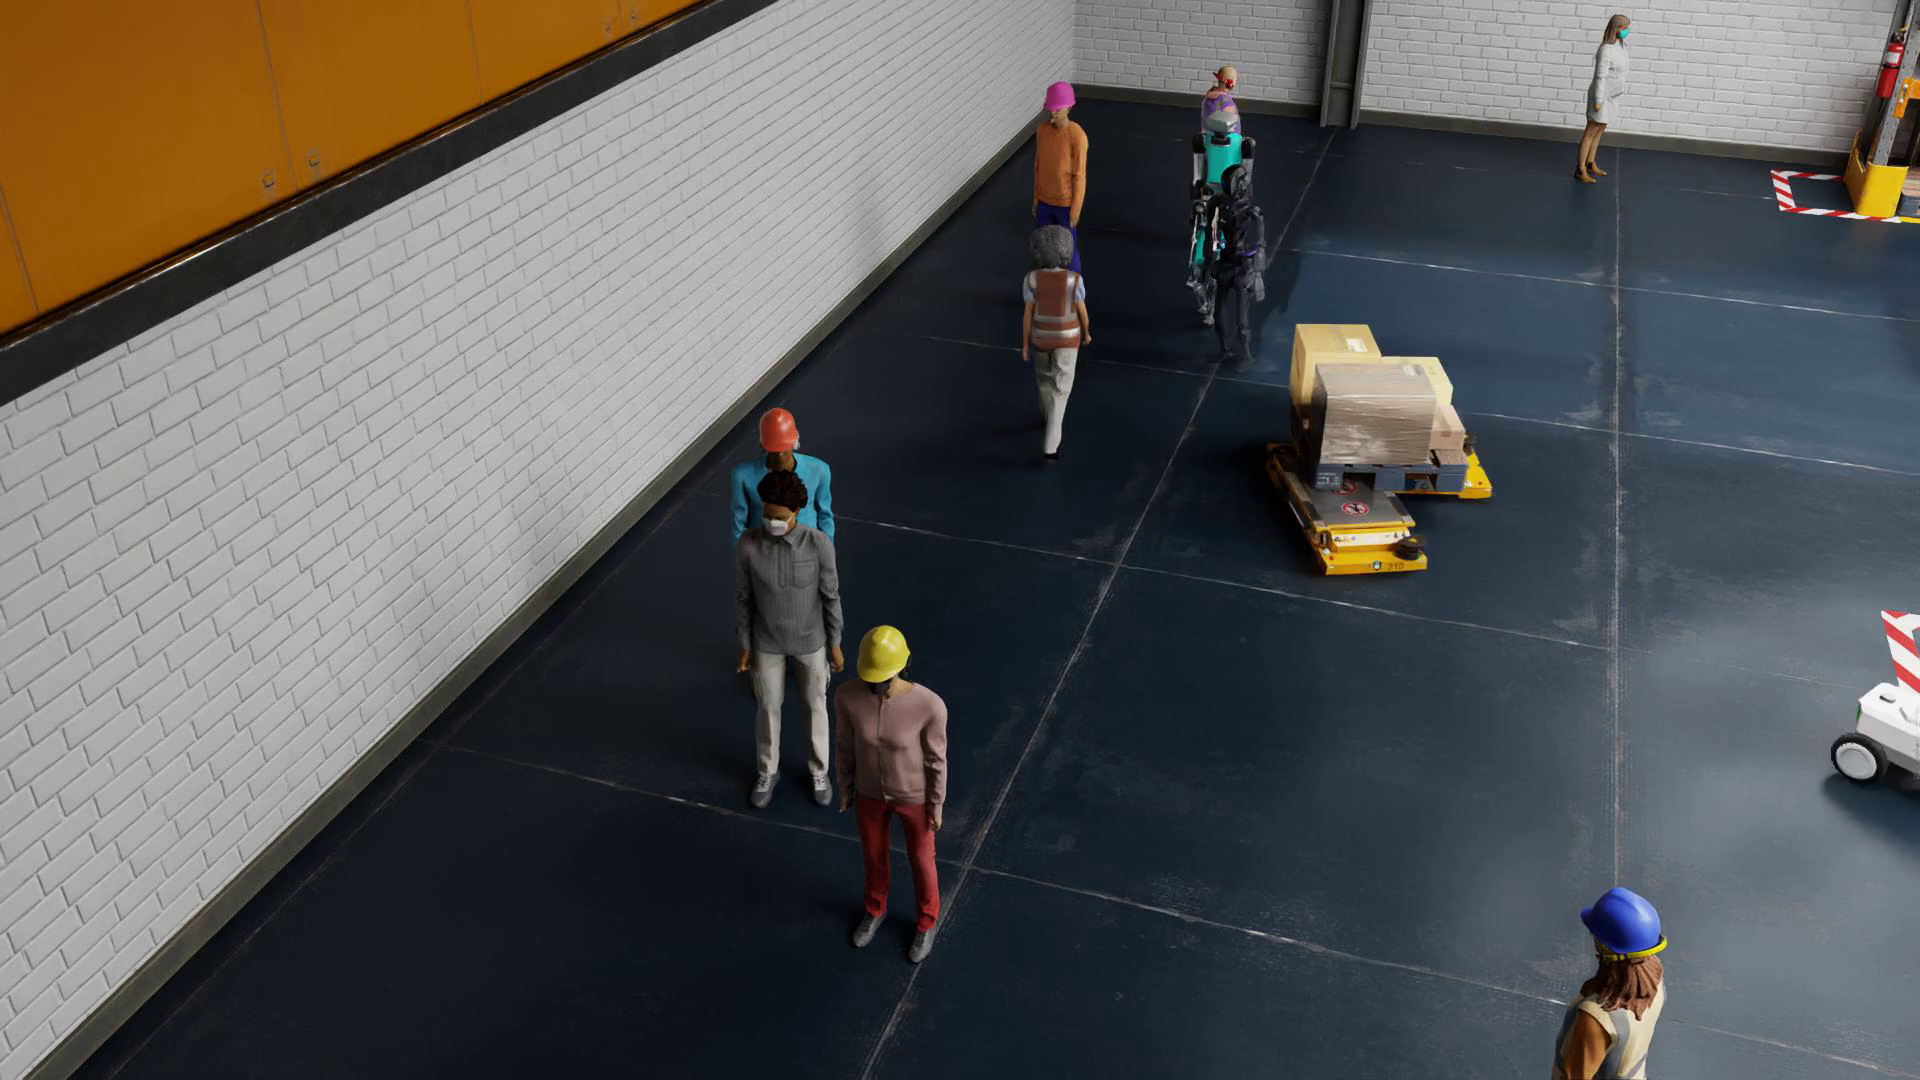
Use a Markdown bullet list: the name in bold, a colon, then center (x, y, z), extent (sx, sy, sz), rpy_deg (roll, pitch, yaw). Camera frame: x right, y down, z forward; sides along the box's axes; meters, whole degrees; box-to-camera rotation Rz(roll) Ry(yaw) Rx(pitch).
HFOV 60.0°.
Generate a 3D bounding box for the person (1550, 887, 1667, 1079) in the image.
- **person**: center (2.195, 1.946, 5.837), extent (0.471, 1.771, 0.349), rpy_deg (-24, 38, -35)

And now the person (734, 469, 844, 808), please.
- **person**: center (-0.837, 0.482, 8.201), extent (0.534, 1.897, 0.402), rpy_deg (0, 30, 1)

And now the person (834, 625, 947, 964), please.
- **person**: center (-0.302, 1.110, 7.268), extent (0.516, 1.756, 0.339), rpy_deg (9, 32, 14)

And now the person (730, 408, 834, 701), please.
- **person**: center (-0.951, 0.080, 9.022), extent (0.561, 1.752, 0.324), rpy_deg (-6, 31, -10)

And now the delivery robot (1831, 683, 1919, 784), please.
- **delivery robot**: center (4.965, 1.056, 8.558), extent (0.499, 0.606, 0.794), rpy_deg (-22, 37, -33)

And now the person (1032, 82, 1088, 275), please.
- **person**: center (0.803, -2.793, 13.701), extent (0.509, 1.978, 0.406), rpy_deg (26, 39, 36)

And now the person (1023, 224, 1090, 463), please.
- **person**: center (0.654, -1.399, 11.646), extent (0.445, 1.646, 0.858), rpy_deg (9, 32, 14)

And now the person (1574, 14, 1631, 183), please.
- **person**: center (6.550, -4.478, 16.868), extent (0.336, 1.659, 0.495), rpy_deg (23, 38, 34)

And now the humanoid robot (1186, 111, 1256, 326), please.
- **humanoid robot**: center (2.030, -2.535, 13.479), extent (0.564, 1.774, 0.811), rpy_deg (16, 34, 26)

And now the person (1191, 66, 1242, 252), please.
- **person**: center (2.330, -3.461, 15.113), extent (0.346, 1.687, 0.478), rpy_deg (-11, 32, -17)

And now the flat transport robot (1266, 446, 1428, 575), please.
- **flat transport robot**: center (2.533, -0.220, 11.000), extent (0.659, 0.231, 1.431), rpy_deg (-3, 31, -5)

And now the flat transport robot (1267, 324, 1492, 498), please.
- **flat transport robot**: center (2.891, -0.527, 11.522), extent (1.431, 0.231, 0.659), rpy_deg (1, 30, 2)

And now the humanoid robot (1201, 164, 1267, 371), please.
- **humanoid robot**: center (2.132, -2.109, 12.843), extent (0.395, 1.642, 0.615), rpy_deg (-27, 40, -37)
